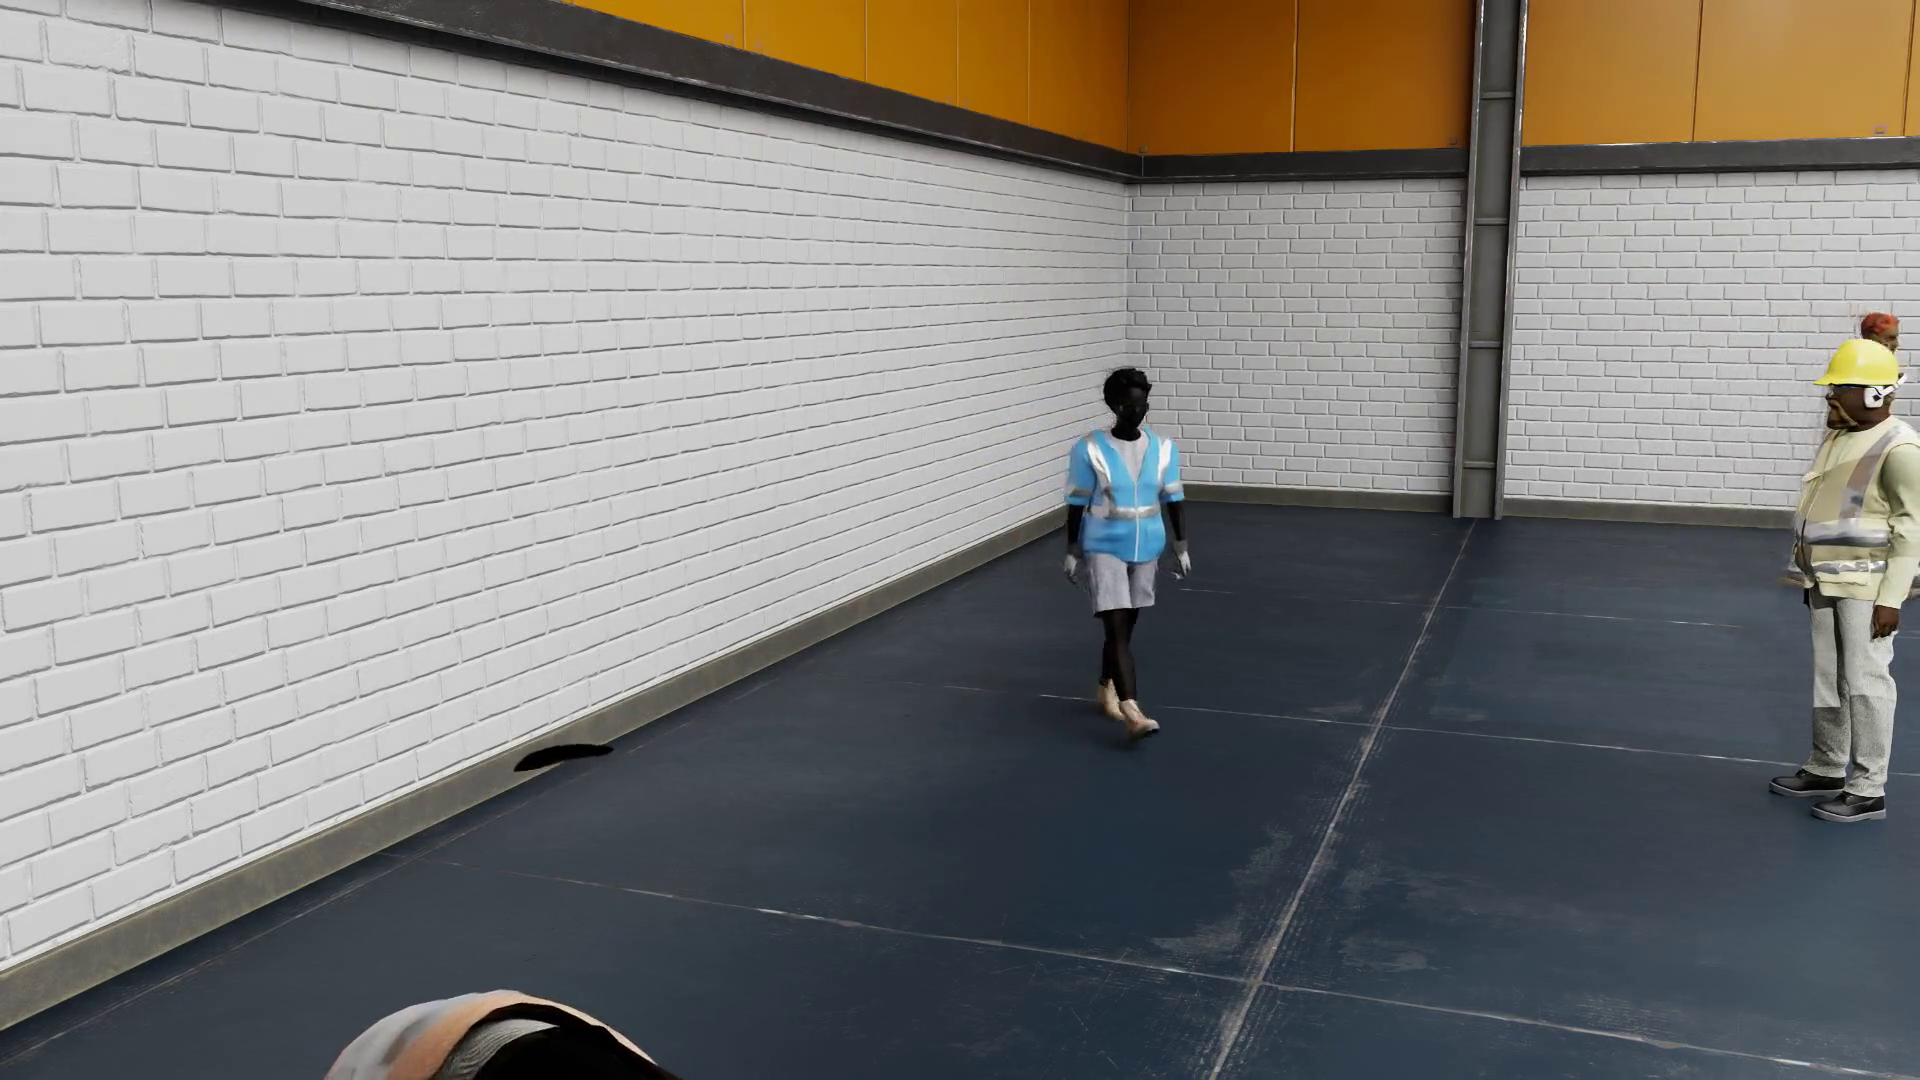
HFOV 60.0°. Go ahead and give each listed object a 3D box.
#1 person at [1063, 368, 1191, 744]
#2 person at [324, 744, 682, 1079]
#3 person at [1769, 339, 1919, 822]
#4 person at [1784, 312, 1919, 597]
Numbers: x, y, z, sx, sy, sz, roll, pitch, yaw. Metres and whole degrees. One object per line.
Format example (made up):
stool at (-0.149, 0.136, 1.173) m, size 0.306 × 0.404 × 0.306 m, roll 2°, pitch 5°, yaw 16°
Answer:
person at (0.772, 0.065, 7.442) m, size 0.556 × 1.645 × 0.857 m, roll -3°, pitch 10°, yaw -19°
person at (-0.244, 0.953, 1.048) m, size 0.586 × 1.921 × 0.383 m, roll 8°, pitch 12°, yaw 41°
person at (3.398, 0.153, 6.352) m, size 0.404 × 1.829 × 0.600 m, roll 0°, pitch 9°, yaw -1°
person at (5.862, -0.541, 10.726) m, size 0.590 × 1.823 × 0.998 m, roll -7°, pitch 12°, yaw -38°
